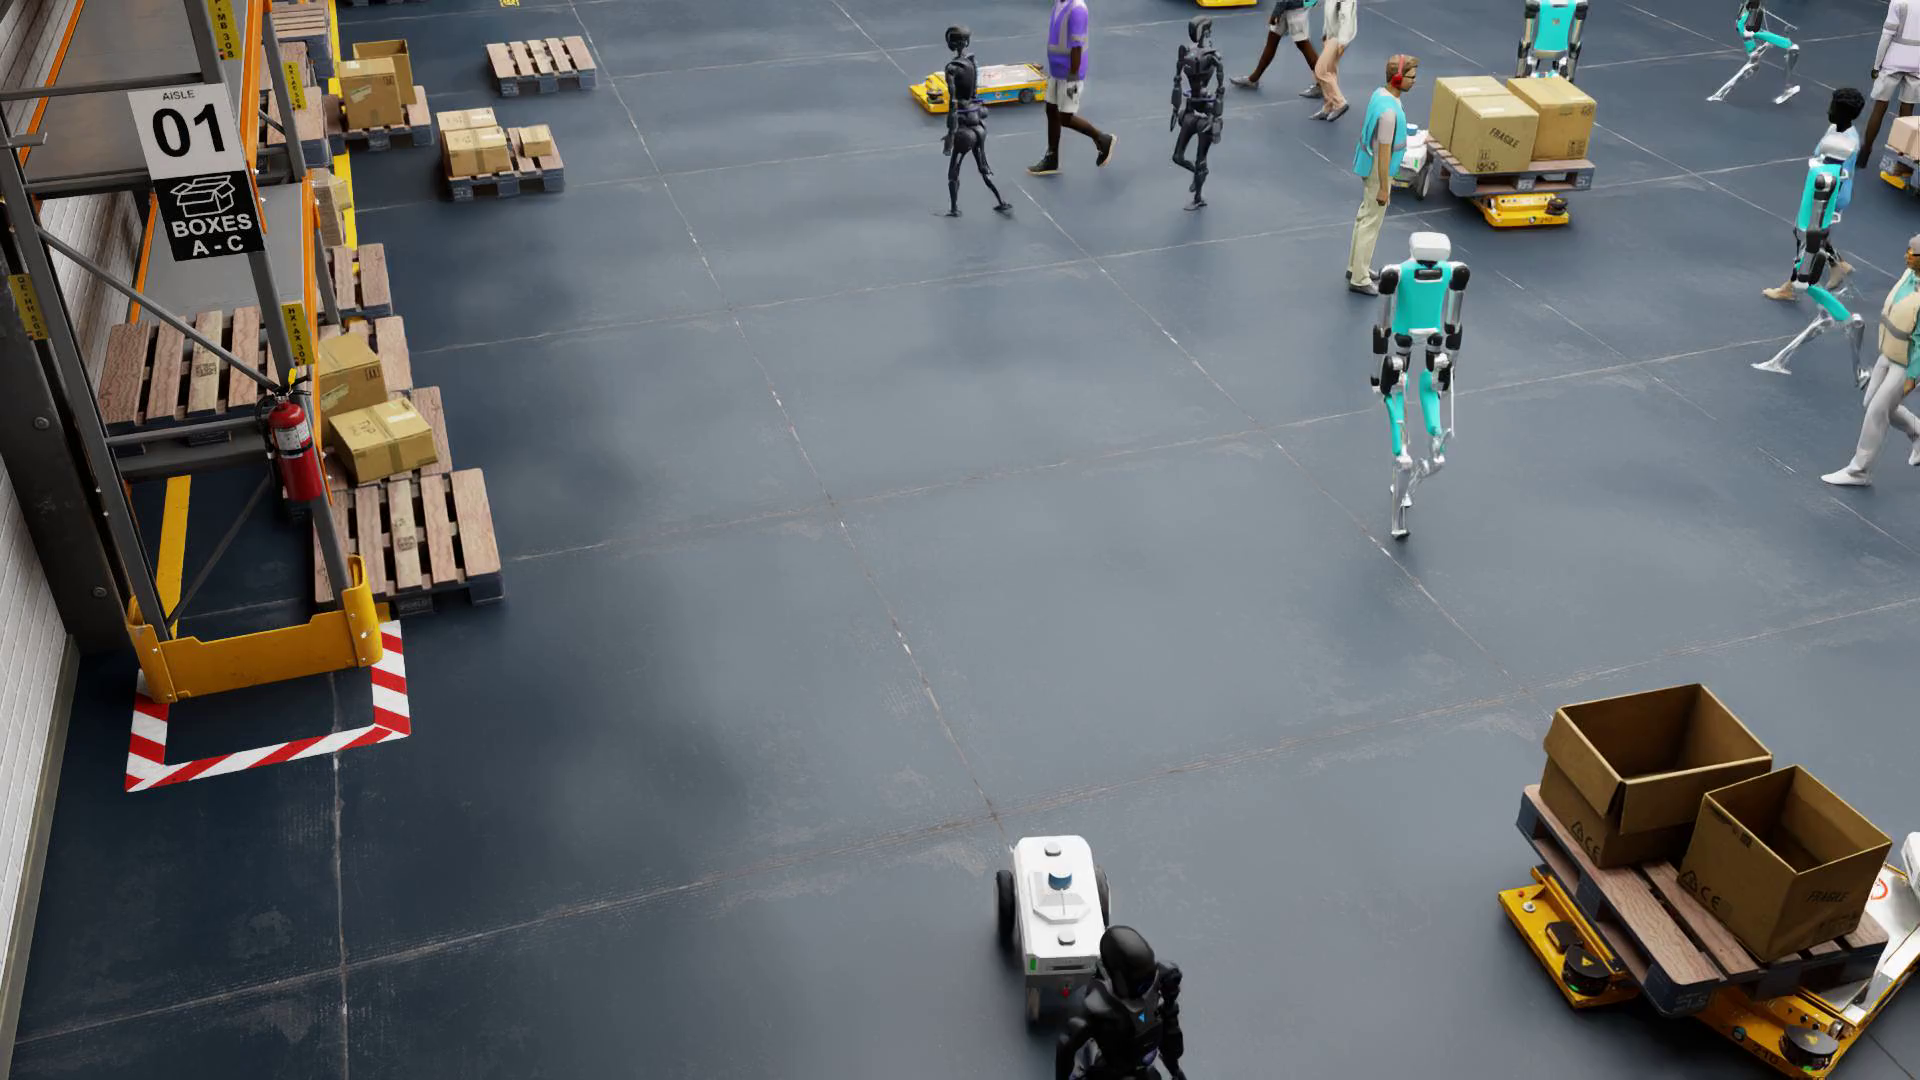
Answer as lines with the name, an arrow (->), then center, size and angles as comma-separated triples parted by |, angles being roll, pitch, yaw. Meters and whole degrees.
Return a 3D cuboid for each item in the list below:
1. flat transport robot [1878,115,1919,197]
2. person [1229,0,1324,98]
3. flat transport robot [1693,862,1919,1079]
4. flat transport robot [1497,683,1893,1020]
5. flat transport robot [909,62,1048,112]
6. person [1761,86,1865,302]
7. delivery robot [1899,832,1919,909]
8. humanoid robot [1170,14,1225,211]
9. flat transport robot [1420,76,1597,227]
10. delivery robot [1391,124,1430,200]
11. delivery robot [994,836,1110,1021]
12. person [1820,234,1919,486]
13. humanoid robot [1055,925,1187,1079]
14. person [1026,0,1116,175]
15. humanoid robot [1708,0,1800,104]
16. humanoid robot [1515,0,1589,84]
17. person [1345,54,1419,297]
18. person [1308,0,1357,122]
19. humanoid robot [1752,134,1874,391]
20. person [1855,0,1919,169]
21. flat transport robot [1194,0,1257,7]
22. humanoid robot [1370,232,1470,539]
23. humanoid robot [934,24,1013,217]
flat transport robot -> 8.803, -3.012, 14.478 | 0.659, 0.231, 1.431 | -8, 34, -13
person -> 3.323, -5.384, 16.650 | 1.035, 1.875, 0.580 | 7, 34, 10
flat transport robot -> 3.720, 1.745, 7.182 | 1.431, 0.231, 0.659 | -26, 41, -33
flat transport robot -> 3.190, 1.640, 7.343 | 1.431, 0.231, 0.659 | -8, 34, -12
flat transport robot -> 0.264, -4.605, 16.921 | 1.431, 0.231, 0.659 | -11, 35, -17
person -> 6.553, -2.566, 12.495 | 0.531, 1.675, 0.534 | 10, 35, 15
delivery robot -> 4.518, 1.551, 7.233 | 0.782, 0.611, 0.509 | 8, 34, 12
humanoid robot -> 2.071, -3.639, 14.152 | 0.423, 1.648, 0.589 | -25, 41, -33
flat transport robot -> 4.748, -3.114, 14.635 | 0.659, 0.231, 1.431 | -4, 33, -6
delivery robot -> 3.969, -3.377, 14.790 | 0.499, 0.610, 0.814 | 15, 36, 21
delivery robot -> 0.419, 1.618, 7.125 | 0.499, 0.606, 0.807 | -2, 33, -3
person -> 5.874, -1.092, 10.234 | 0.648, 1.685, 0.503 | 3, 33, 4
humanoid robot -> 0.567, 1.910, 5.663 | 0.609, 1.636, 0.655 | -23, 39, -31
person -> 1.006, -4.176, 14.739 | 0.729, 1.937, 0.638 | -9, 34, -14
humanoid robot -> 8.073, -5.123, 16.429 | 1.024, 1.774, 0.544 | 6, 34, 9
humanoid robot -> 5.248, -4.228, 15.031 | 0.541, 1.795, 0.815 | 5, 33, 8
person -> 3.186, -2.788, 12.695 | 0.372, 1.840, 0.568 | 4, 33, 7
person -> 3.587, -4.812, 15.959 | 0.390, 1.665, 0.495 | 1, 33, 1
humanoid robot -> 6.092, -1.843, 11.379 | 0.896, 1.803, 0.545 | 13, 35, 19
person -> 8.462, -4.267, 14.873 | 0.544, 1.942, 0.348 | 12, 35, 18
flat transport robot -> 3.081, -6.766, 20.236 | 0.659, 0.231, 1.431 | -6, 34, -8
humanoid robot -> 2.740, -0.819, 9.854 | 0.545, 1.868, 0.819 | -2, 33, -3
humanoid robot -> 0.110, -3.488, 13.956 | 0.565, 1.639, 0.589 | 12, 35, 18
